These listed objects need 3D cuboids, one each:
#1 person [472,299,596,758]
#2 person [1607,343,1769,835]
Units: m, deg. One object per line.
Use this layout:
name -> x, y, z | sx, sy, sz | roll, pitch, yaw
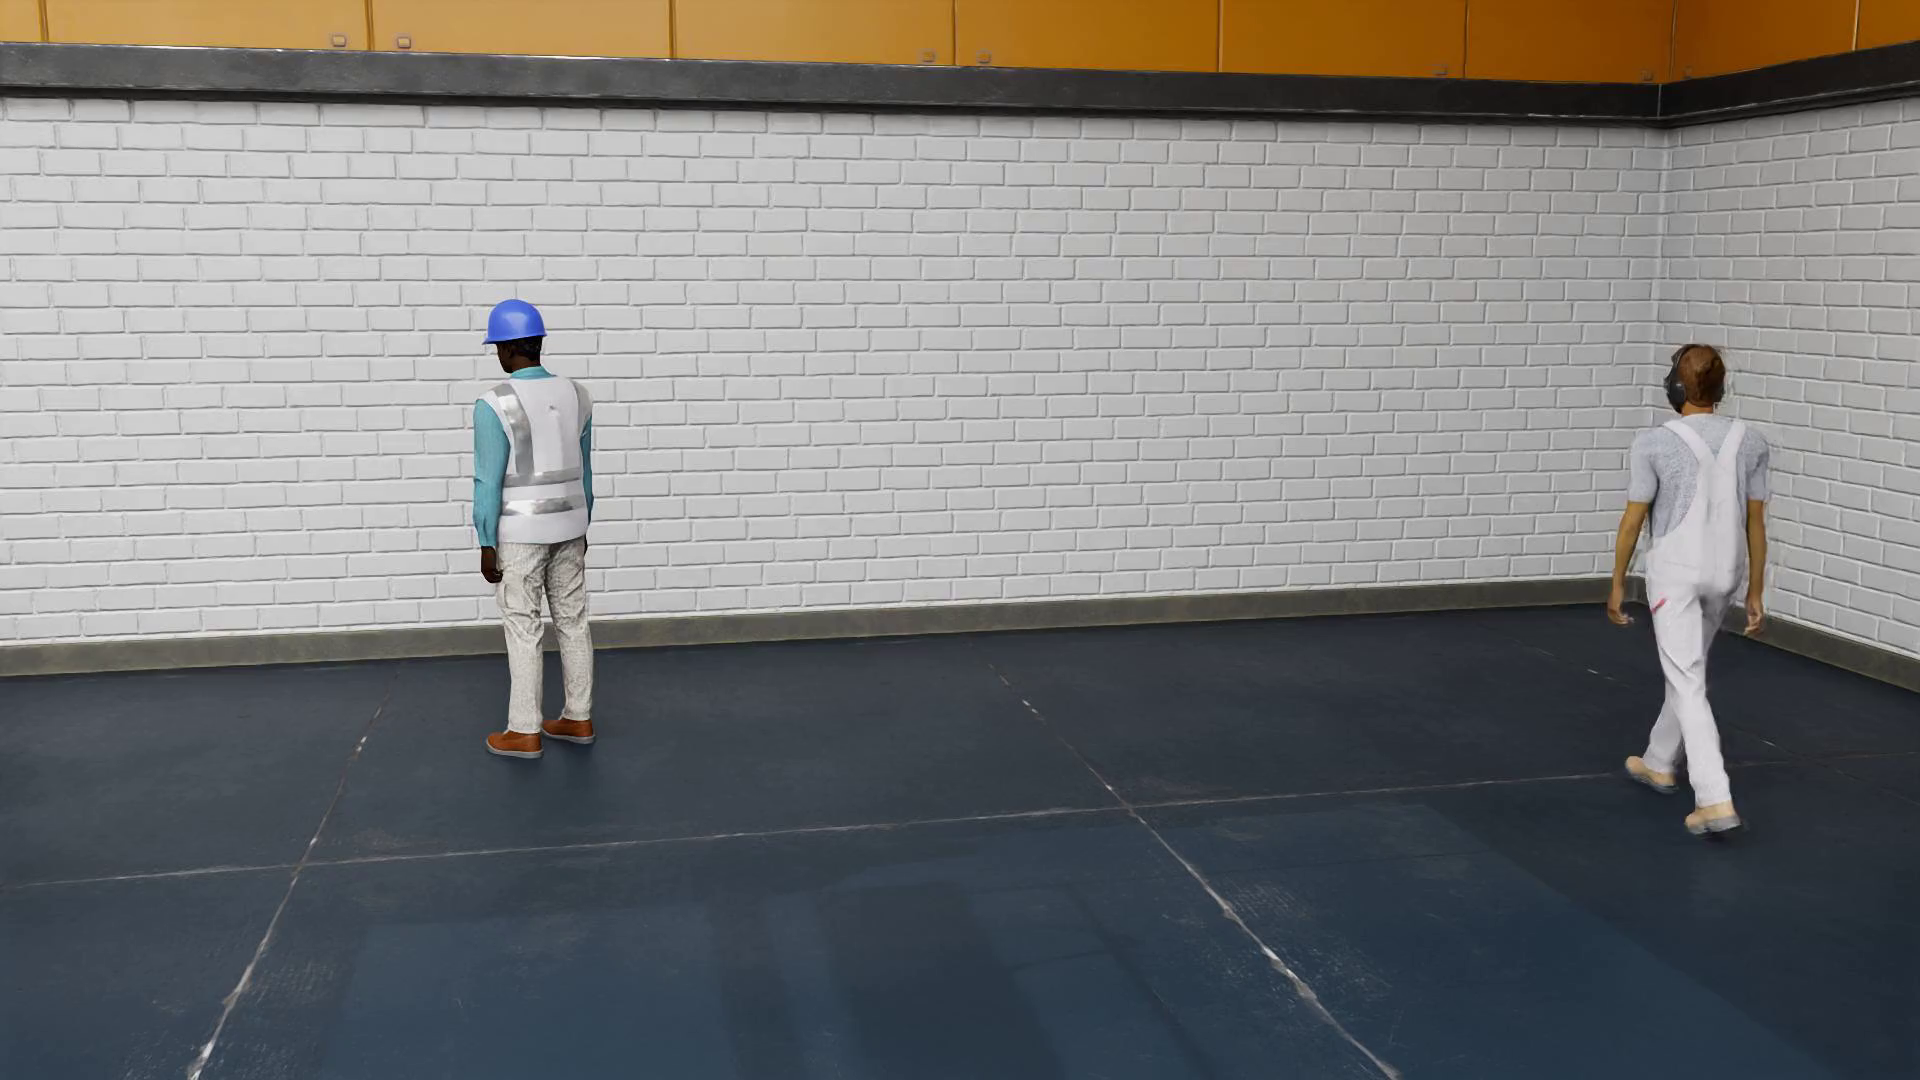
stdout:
person -> -1.812, -0.045, 7.069 | 0.416, 1.939, 0.604 | 7, 11, 35
person -> 2.756, 0.166, 6.232 | 0.524, 1.803, 0.965 | -1, 9, -4
